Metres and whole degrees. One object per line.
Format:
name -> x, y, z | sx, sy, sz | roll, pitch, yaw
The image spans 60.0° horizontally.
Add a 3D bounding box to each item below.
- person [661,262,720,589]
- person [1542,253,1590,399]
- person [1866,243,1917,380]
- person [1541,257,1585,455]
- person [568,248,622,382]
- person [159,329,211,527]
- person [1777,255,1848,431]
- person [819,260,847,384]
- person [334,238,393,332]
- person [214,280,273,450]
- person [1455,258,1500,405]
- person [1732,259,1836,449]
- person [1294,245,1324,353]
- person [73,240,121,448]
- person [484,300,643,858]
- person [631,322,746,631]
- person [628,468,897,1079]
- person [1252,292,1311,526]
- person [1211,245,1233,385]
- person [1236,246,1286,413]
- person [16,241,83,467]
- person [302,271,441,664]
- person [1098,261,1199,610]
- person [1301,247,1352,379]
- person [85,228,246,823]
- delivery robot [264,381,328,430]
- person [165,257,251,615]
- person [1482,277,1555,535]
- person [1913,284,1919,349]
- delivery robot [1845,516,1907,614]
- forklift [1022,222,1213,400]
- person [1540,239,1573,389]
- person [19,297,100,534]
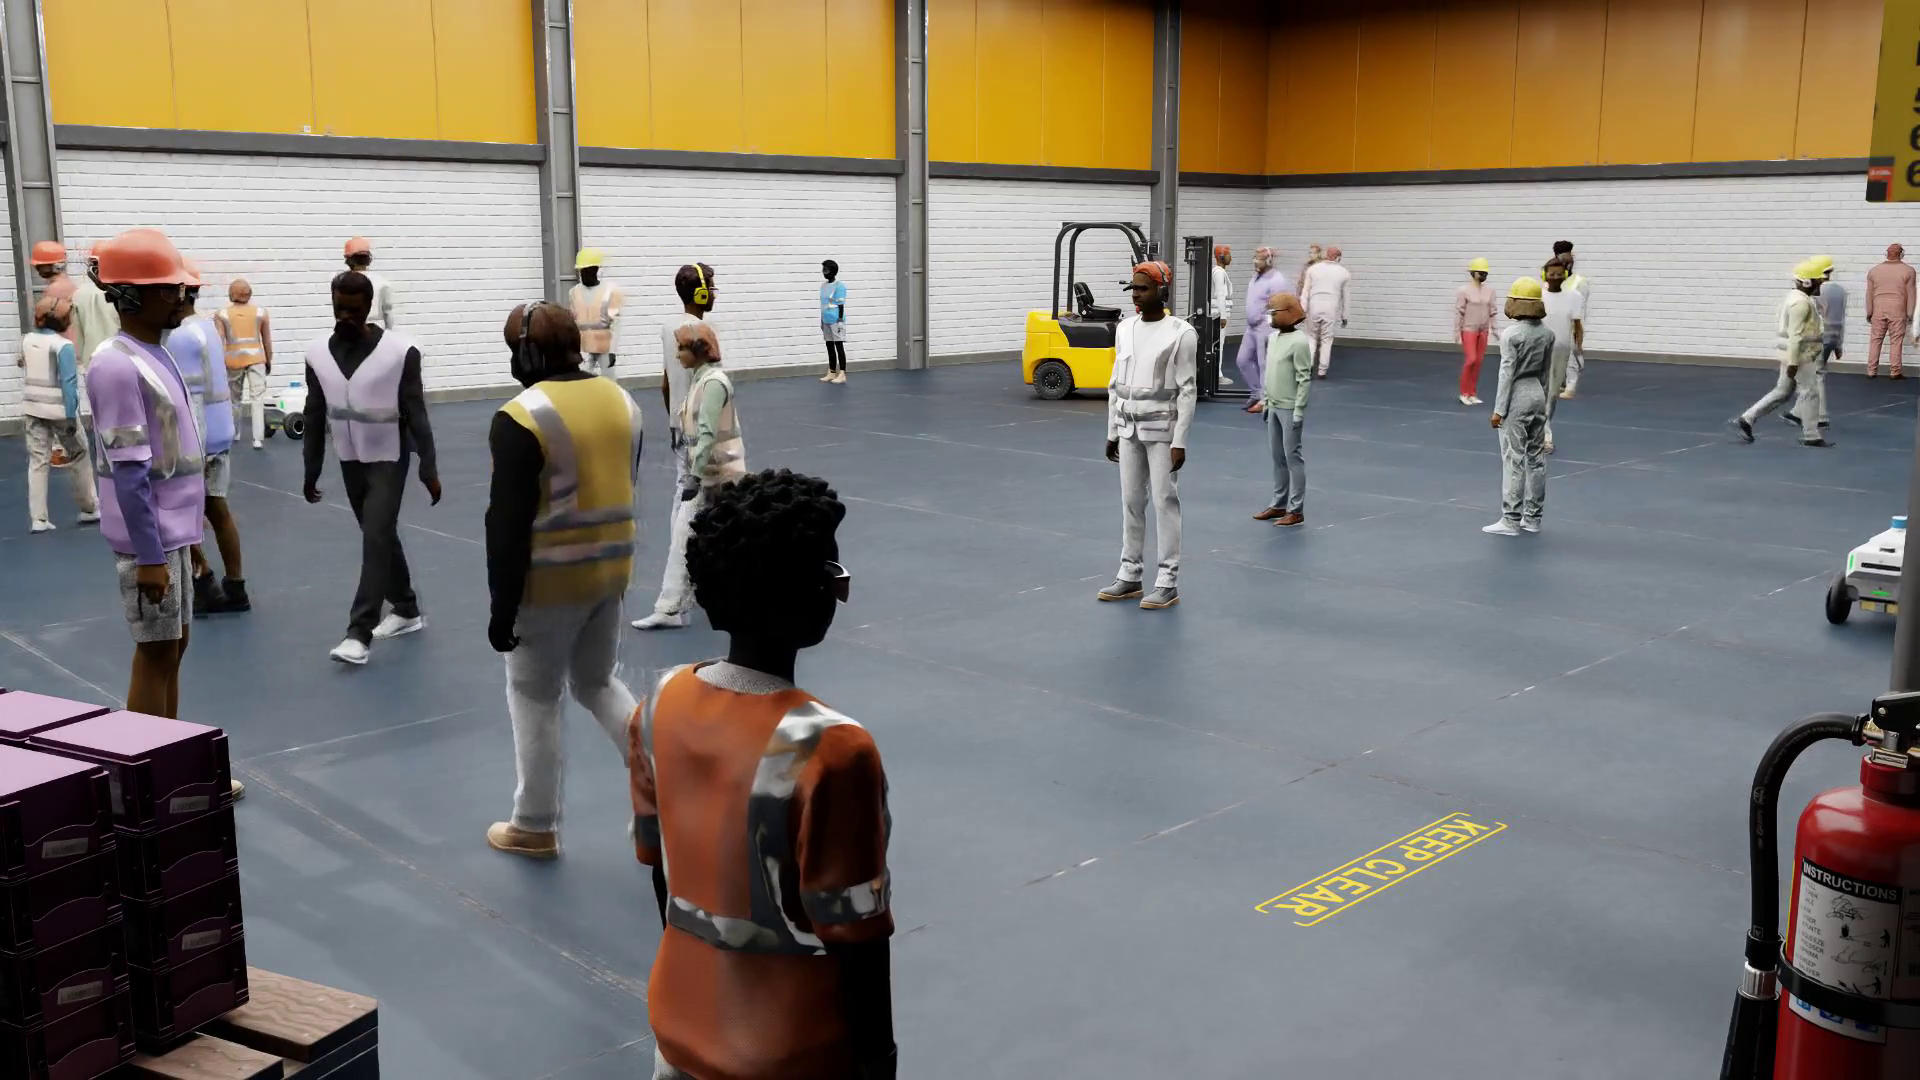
person -> -1.472, -0.620, 9.391 | 0.328, 1.872, 0.514 | -10, 14, -44
person -> 7.322, -2.601, 20.379 | 0.962, 1.793, 0.655 | -9, 14, -40
person -> 13.108, -3.209, 23.420 | 0.401, 1.908, 0.651 | -10, 15, -44
person -> 5.595, -1.756, 15.715 | 0.512, 1.831, 0.936 | 1, 10, 4
person -> -3.559, -1.843, 16.020 | 0.591, 1.890, 0.919 | 3, 11, 15
person -> -5.408, -1.009, 11.324 | 0.372, 1.940, 0.631 | 0, 10, -2
person -> 8.851, -2.062, 17.408 | 0.624, 1.805, 0.735 | -5, 12, -27
person -> -1.747, -2.994, 22.827 | 0.318, 1.692, 0.533 | -8, 13, -37
person -> -5.906, -1.974, 16.438 | 0.616, 1.988, 1.008 | -8, 13, -37
person -> -6.847, -1.680, 15.918 | 0.518, 1.587, 0.867 | -5, 12, -27
person -> 6.214, -2.497, 19.950 | 0.542, 1.760, 0.426 | -4, 11, -20
person -> 7.933, -1.776, 15.901 | 0.856, 1.803, 0.600 | 4, 11, 21
person -> 5.973, -4.077, 28.288 | 1.014, 1.852, 0.649 | -5, 12, -26
person -> -6.664, -1.385, 13.255 | 0.646, 1.975, 0.672 | 2, 11, 12
person -> -1.242, 0.144, 5.354 | 0.642, 1.820, 0.654 | 6, 12, 29
person -> -1.238, -0.334, 8.601 | 0.894, 1.586, 0.517 | -5, 12, -27
person -> -0.273, 0.738, 2.457 | 0.318, 1.697, 0.535 | -10, 14, -44
person -> 2.261, -0.912, 11.629 | 0.278, 1.631, 0.505 | -3, 11, -17
person -> 3.552, -3.064, 22.678 | 0.355, 1.884, 0.575 | 0, 10, 2
person -> 3.417, -2.390, 18.957 | 0.459, 1.893, 0.681 | -4, 11, -18
person -> -7.932, -1.614, 14.541 | 0.544, 1.973, 0.617 | -5, 12, -25
person -> -2.871, -0.355, 7.989 | 0.682, 1.846, 0.997 | 3, 11, 15
person -> 1.024, -0.568, 9.075 | 0.355, 1.882, 0.576 | -10, 14, -42
person -> 5.170, -3.202, 23.521 | 0.678, 1.856, 0.564 | 3, 11, 17
person -> -2.711, -0.024, 5.668 | 0.370, 2.044, 0.608 | -3, 11, -16
delivery robot -> -6.674, -1.357, 16.745 | 0.477, 0.478, 0.707 | 5, 11, 24
person -> -4.073, -0.535, 8.805 | 0.527, 1.919, 0.548 | -1, 10, -7
person -> 3.792, -0.902, 11.277 | 0.484, 1.744, 0.295 | -7, 12, -32
person -> 11.221, -2.377, 18.949 | 1.001, 1.888, 0.617 | -9, 14, -41
delivery robot -> 4.905, 0.120, 8.689 | 0.477, 0.478, 0.707 | 9, 14, 42
forklift -> 1.935, -2.847, 20.651 | 2.313, 2.155, 1.214 | 2, 11, 13
person -> 7.863, -2.972, 21.955 | 0.363, 1.963, 0.613 | -2, 11, -11
person -> -6.181, -0.857, 11.441 | 0.517, 1.611, 0.638 | 3, 11, 15
